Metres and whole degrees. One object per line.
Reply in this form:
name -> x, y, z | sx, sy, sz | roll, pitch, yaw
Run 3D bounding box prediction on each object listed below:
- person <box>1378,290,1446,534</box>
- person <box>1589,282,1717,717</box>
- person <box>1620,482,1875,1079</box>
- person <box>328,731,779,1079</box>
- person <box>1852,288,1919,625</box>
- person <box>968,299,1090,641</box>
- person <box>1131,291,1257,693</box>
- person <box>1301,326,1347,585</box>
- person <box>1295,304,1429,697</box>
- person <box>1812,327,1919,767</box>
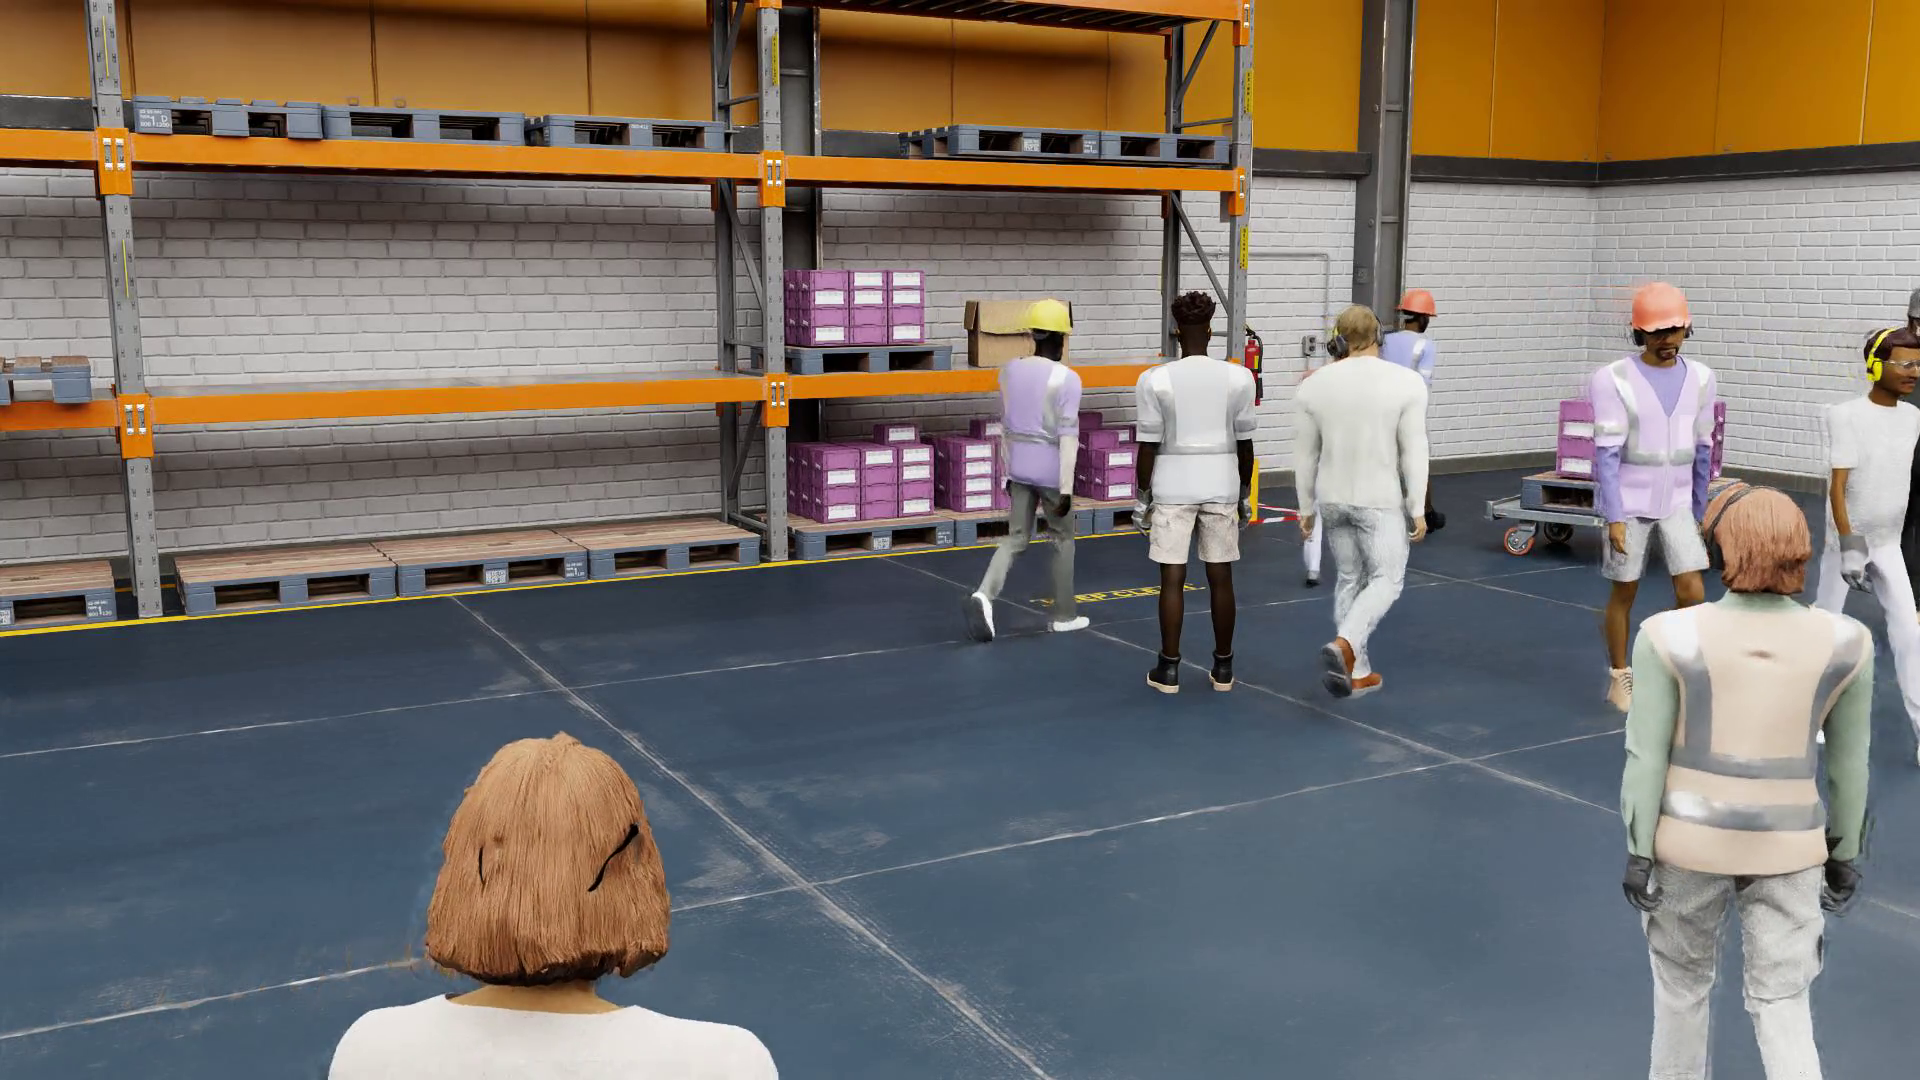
person -> 3.462, -0.958, 12.780 | 0.948, 1.888, 0.566 | -9, 13, -44
person -> 3.120, -0.144, 7.462 | 0.620, 2.000, 0.713 | -1, 9, -5
person -> 1.700, 0.688, 3.591 | 0.519, 1.613, 0.714 | 2, 9, 9
person -> -0.395, 0.989, 1.832 | 0.505, 1.588, 0.863 | 3, 10, 17
person -> 5.396, -0.480, 9.403 | 0.693, 2.000, 1.033 | 6, 11, 32
person -> 0.413, -0.380, 9.227 | 0.590, 1.904, 0.832 | 8, 12, 39
person -> 1.136, -0.226, 8.105 | 0.602, 1.958, 0.381 | -1, 9, -5
person -> 2.470, -0.574, 10.958 | 0.532, 1.720, 0.907 | 4, 10, 24
person -> 1.862, -0.155, 7.850 | 0.642, 1.905, 0.676 | 7, 12, 36
person -> 3.845, 0.032, 6.964 | 0.518, 1.820, 0.980 | -2, 10, -13
